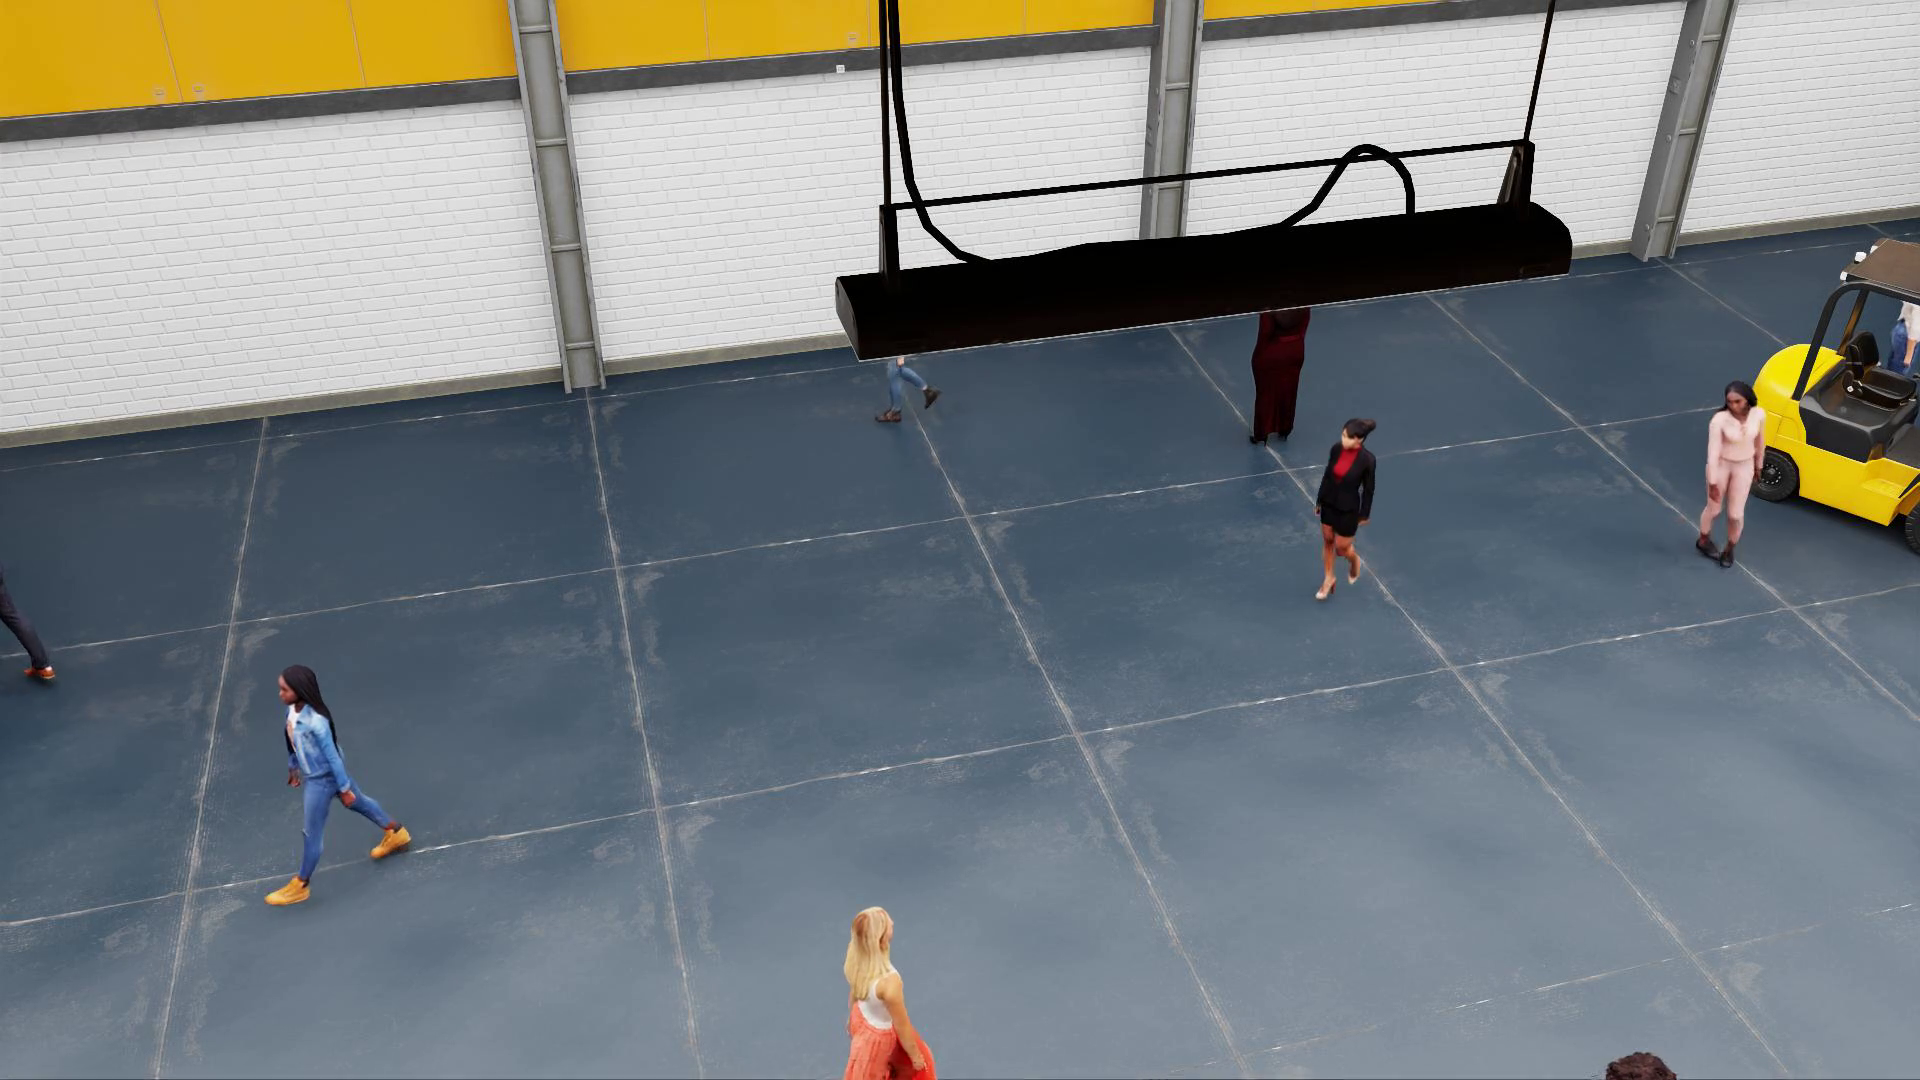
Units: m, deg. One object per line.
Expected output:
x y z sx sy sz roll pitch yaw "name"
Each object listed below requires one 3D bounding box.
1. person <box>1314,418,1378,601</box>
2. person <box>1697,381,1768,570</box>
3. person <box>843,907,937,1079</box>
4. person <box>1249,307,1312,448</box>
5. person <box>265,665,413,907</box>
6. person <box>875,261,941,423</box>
3.013 -0.242 12.974 0.788 1.629 0.708 -27 42 -34 "person"
6.187 -0.552 13.390 0.731 1.684 0.869 -7 34 -10 "person"
-0.519 2.627 8.540 1.257 1.760 0.774 -15 36 -21 "person"
2.886 -1.659 14.990 0.573 1.758 0.746 -13 36 -19 "person"
-3.869 1.453 10.396 1.270 1.661 0.931 -22 39 -29 "person"
-0.486 -1.827 15.350 0.900 1.639 0.686 -2 34 -3 "person"
